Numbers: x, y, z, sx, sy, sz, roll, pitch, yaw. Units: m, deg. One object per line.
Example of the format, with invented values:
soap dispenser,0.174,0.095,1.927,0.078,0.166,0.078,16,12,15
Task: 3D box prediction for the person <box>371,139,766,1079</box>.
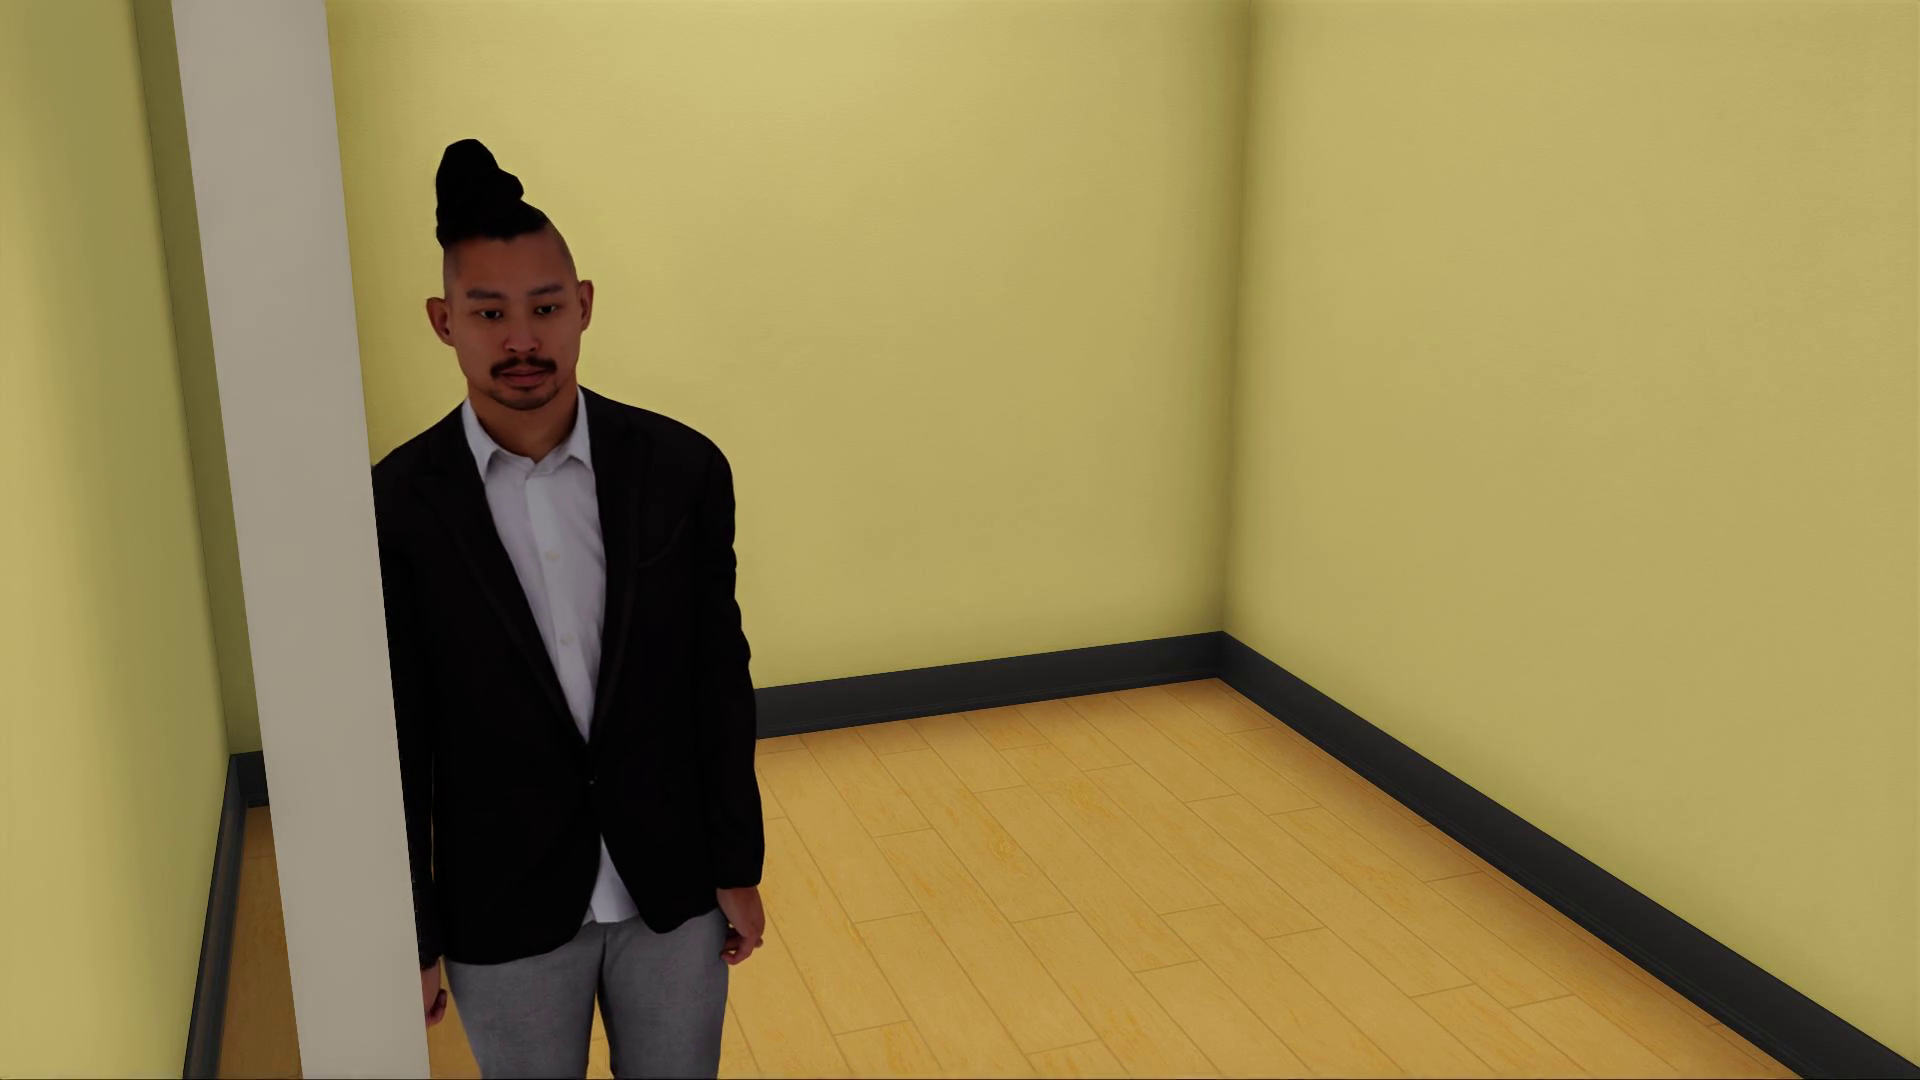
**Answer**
person,-0.547,0.431,2.347,0.549,1.952,0.772,-7,17,-22
